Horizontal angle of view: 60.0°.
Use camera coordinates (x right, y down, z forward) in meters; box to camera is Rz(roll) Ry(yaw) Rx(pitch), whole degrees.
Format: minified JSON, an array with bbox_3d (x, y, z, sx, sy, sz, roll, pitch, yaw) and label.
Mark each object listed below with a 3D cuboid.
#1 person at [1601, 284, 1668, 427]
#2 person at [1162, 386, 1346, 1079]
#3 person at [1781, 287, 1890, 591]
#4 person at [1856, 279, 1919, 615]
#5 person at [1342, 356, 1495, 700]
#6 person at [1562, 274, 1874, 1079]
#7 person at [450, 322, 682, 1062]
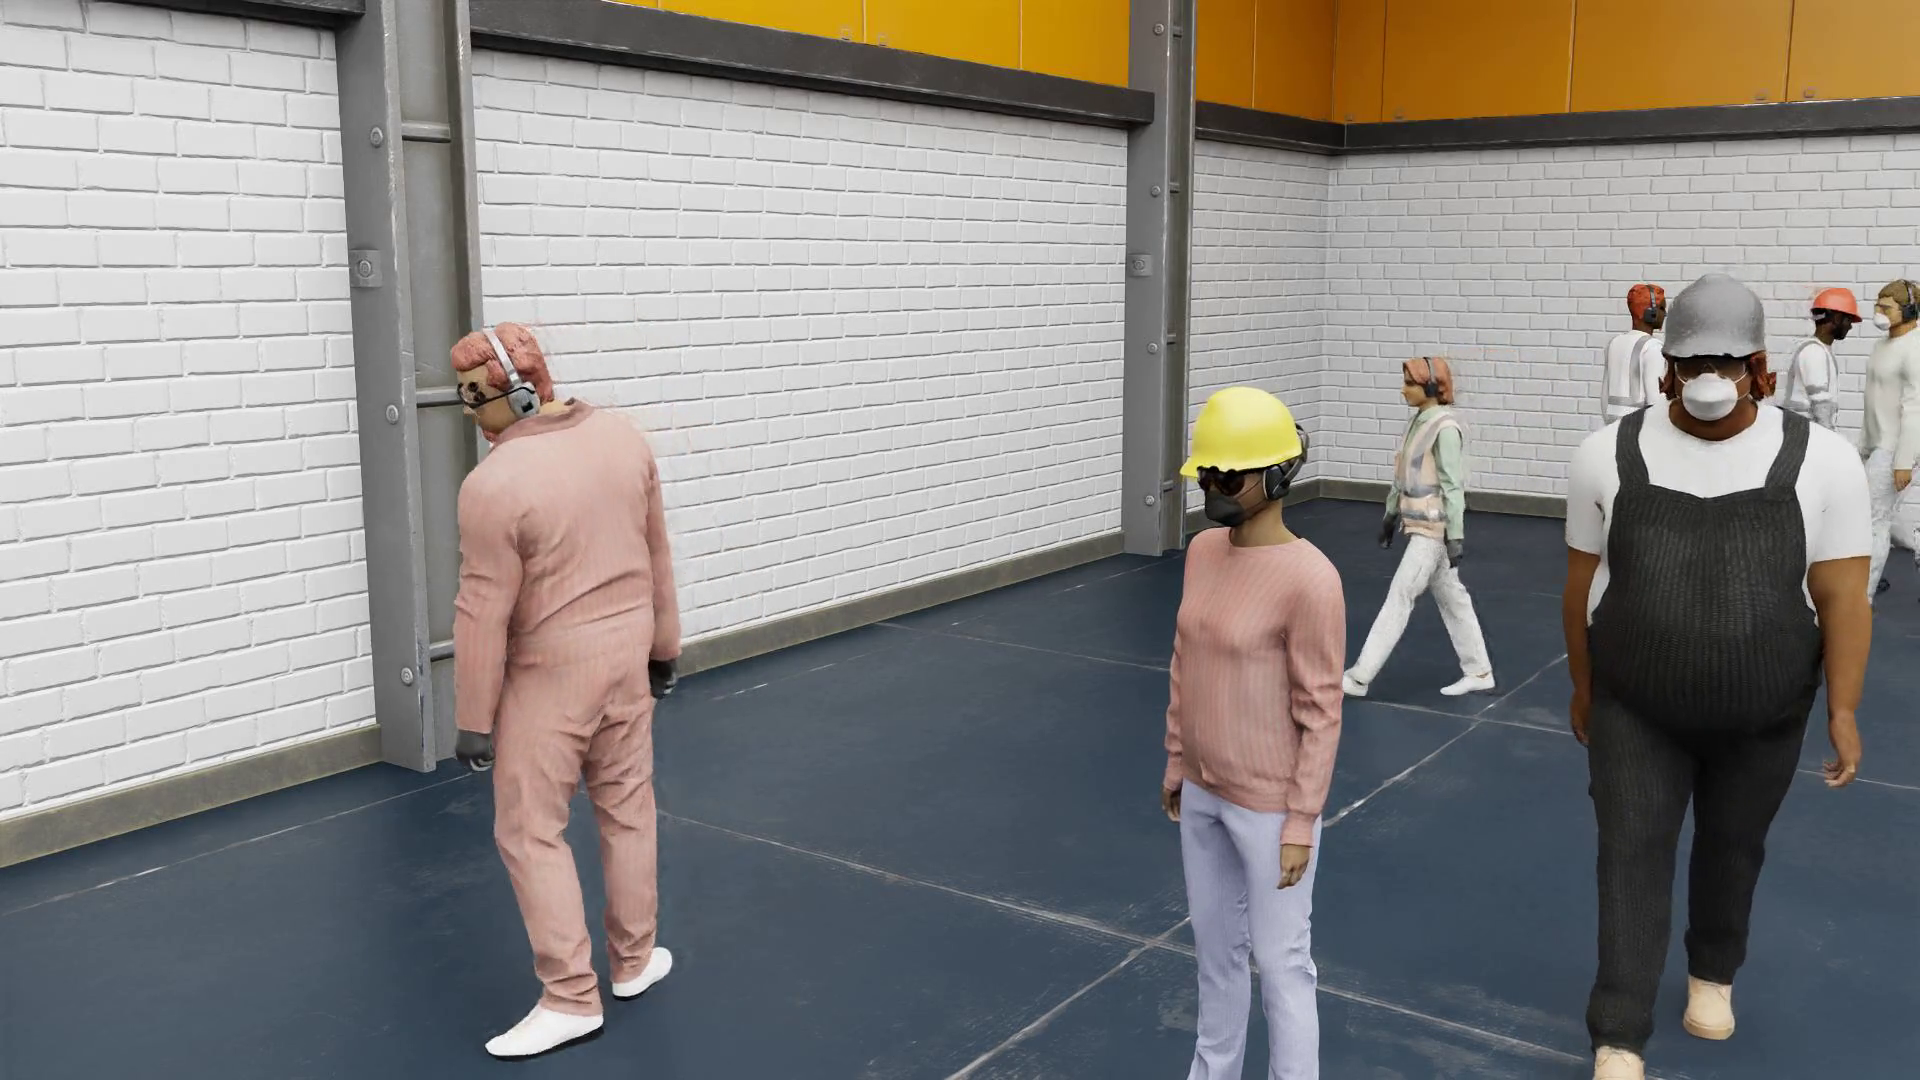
[{"bbox_3d":[4.070,-0.589,10.015,0.353,1.883,0.573,-2,10,-9],"label":"person"},{"bbox_3d":[0.603,0.549,3.602,0.317,1.765,0.522,-5,11,-27],"label":"person"},{"bbox_3d":[5.246,-0.634,10.361,1.038,1.870,0.529,8,12,39],"label":"person"},{"bbox_3d":[5.264,-0.493,9.317,0.712,1.924,0.638,2,10,13],"label":"person"},{"bbox_3d":[2.094,-0.045,7.628,0.878,1.583,0.541,0,10,-1],"label":"person"},{"bbox_3d":[1.807,0.334,4.049,0.697,2.000,1.016,4,10,24],"label":"person"},{"bbox_3d":[-1.027,0.362,4.407,0.396,1.873,0.742,6,11,33],"label":"person"}]
